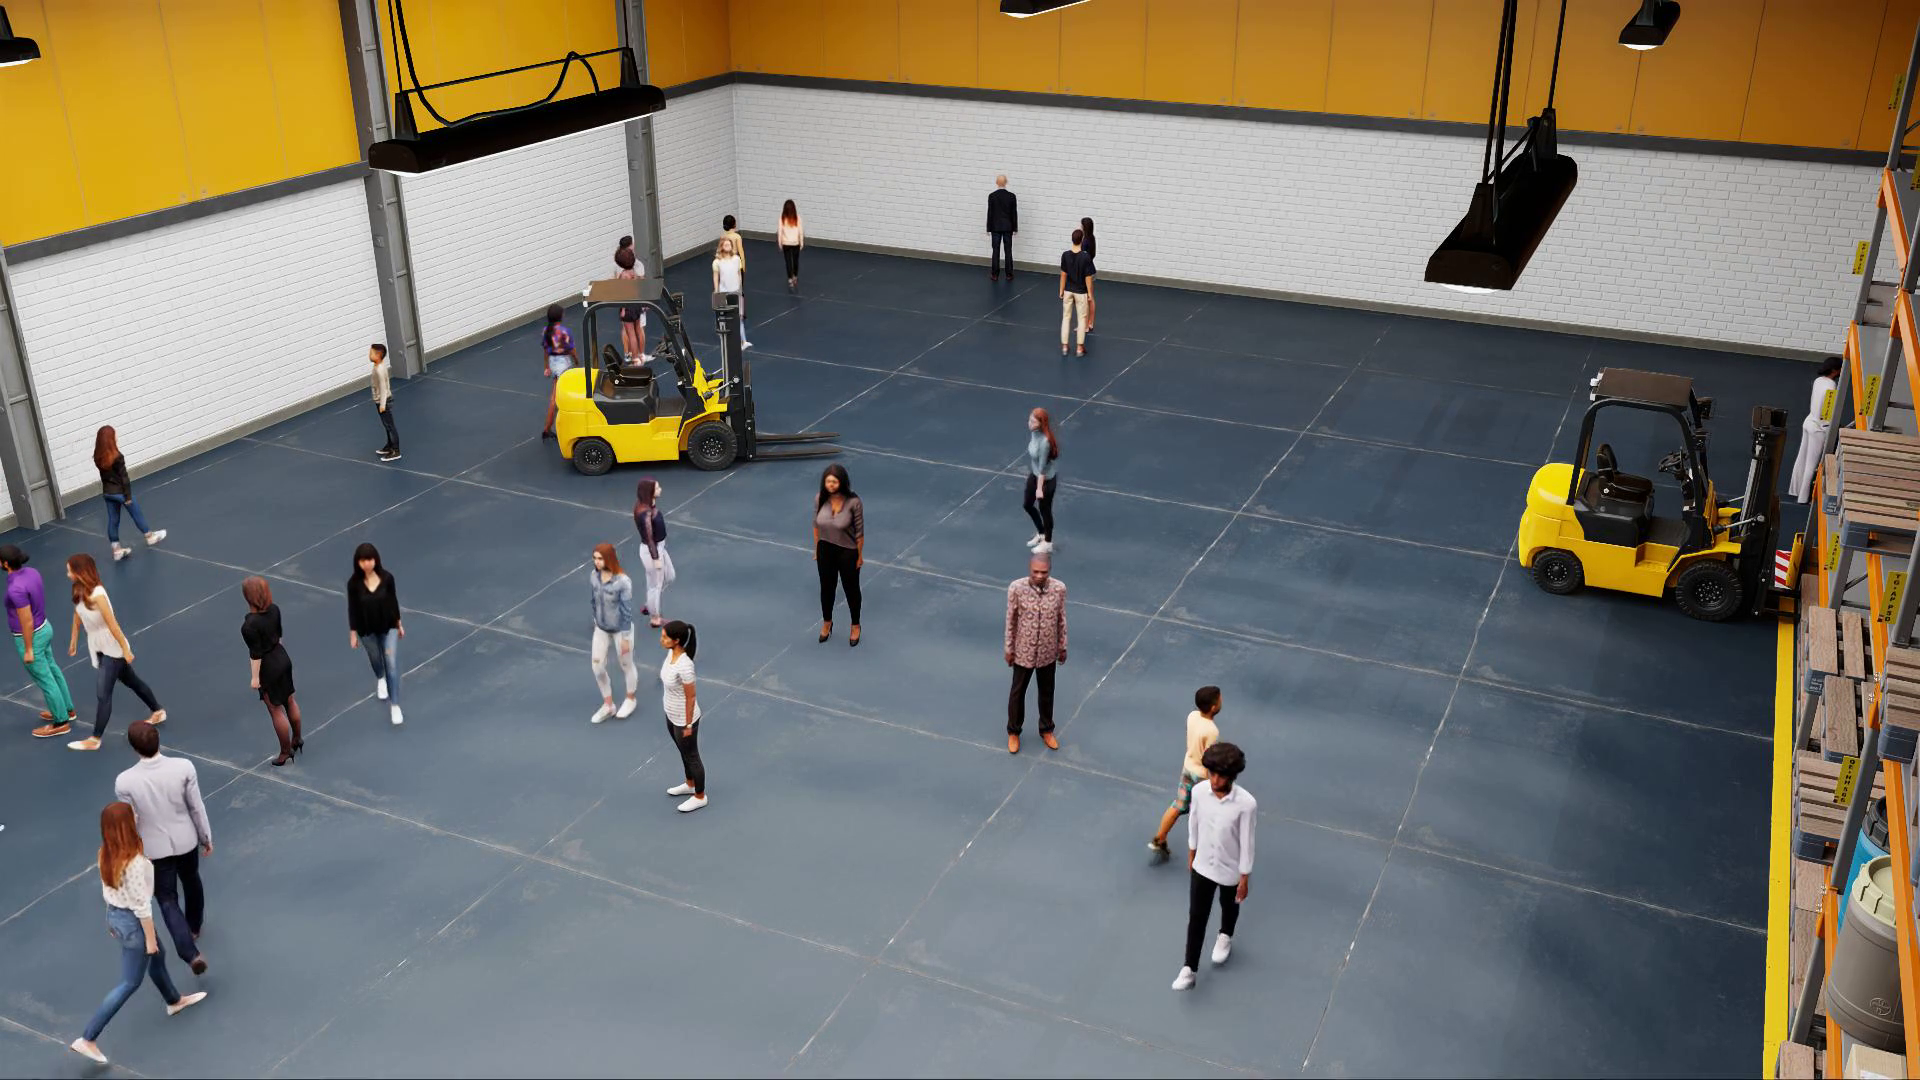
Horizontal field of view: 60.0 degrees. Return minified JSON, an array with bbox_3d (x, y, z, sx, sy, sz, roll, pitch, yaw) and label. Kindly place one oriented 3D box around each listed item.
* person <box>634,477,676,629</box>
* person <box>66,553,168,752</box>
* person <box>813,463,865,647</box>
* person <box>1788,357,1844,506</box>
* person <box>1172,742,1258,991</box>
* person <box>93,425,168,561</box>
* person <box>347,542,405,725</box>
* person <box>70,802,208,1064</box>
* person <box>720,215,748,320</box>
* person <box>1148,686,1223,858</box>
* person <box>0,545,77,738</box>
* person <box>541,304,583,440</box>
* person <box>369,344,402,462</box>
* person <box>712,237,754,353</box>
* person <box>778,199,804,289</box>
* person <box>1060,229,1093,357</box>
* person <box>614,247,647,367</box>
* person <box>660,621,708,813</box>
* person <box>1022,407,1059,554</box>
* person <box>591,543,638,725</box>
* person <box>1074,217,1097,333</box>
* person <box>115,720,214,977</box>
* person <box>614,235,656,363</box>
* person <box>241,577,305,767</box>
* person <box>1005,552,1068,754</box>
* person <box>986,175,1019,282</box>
[{"bbox_3d":[-3.037,0.139,16.117,0.773,1.600,0.692,-4,24,-9],"label":"person"},{"bbox_3d":[-7.154,0.909,14.181,0.862,1.739,1.162,20,31,39],"label":"person"},{"bbox_3d":[-1.151,0.132,15.833,0.692,1.840,0.647,6,24,14],"label":"person"},{"bbox_3d":[9.910,-1.283,19.200,0.755,1.736,0.598,2,24,4],"label":"person"},{"bbox_3d":[1.800,2.154,11.301,0.659,1.766,1.068,11,26,24],"label":"person"},{"bbox_3d":[-9.033,-0.484,17.717,0.656,1.460,0.890,6,24,13],"label":"person"},{"bbox_3d":[-5.156,0.756,14.699,1.063,1.606,1.118,-8,25,-18],"label":"person"},{"bbox_3d":[-5.363,2.501,10.598,0.765,1.692,1.190,18,29,35],"label":"person"},{"bbox_3d":[-3.578,-4.306,26.219,0.553,1.653,0.519,11,26,23],"label":"person"},{"bbox_3d":[1.753,1.773,12.580,1.059,1.438,0.844,-16,28,-32],"label":"person"},{"bbox_3d":[-7.955,0.839,14.309,0.761,1.767,0.677,-6,24,-13],"label":"person"},{"bbox_3d":[-5.126,-2.090,21.116,0.590,1.681,1.224,10,26,22],"label":"person"},{"bbox_3d":[-7.113,-1.724,20.546,0.682,1.466,0.637,-11,26,-23],"label":"person"},{"bbox_3d":[-3.470,-3.649,24.677,1.133,1.684,1.092,-14,27,-29],"label":"person"},{"bbox_3d":[-2.847,-4.952,27.938,0.906,1.460,1.020,-5,24,-12],"label":"person"},{"bbox_3d":[1.701,-3.637,24.441,0.648,1.851,0.563,9,25,20],"label":"person"},{"bbox_3d":[-4.702,-3.298,23.745,0.649,1.789,0.512,7,25,16],"label":"person"},{"bbox_3d":[-2.200,1.379,13.224,0.698,1.645,0.652,-10,26,-22],"label":"person"},{"bbox_3d":[0.904,-0.622,17.708,0.780,1.720,0.716,-3,24,-8],"label":"person"},{"bbox_3d":[-2.971,0.765,14.574,0.622,1.688,0.683,10,26,22],"label":"person"},{"bbox_3d":[1.947,-4.083,25.569,0.650,1.766,0.495,14,27,28],"label":"person"},{"bbox_3d":[-5.377,2.116,11.324,1.216,1.817,1.118,-16,28,-33],"label":"person"},{"bbox_3d":[-4.766,-3.490,24.103,0.697,1.853,0.562,13,27,27],"label":"person"},{"bbox_3d":[-5.721,1.078,13.836,0.695,1.706,0.524,4,24,9],"label":"person"},{"bbox_3d":[0.635,0.916,14.078,0.779,1.810,0.792,-4,24,-8],"label":"person"},{"bbox_3d":[0.713,-5.330,28.379,0.776,1.798,0.741,0,24,-1],"label":"person"}]
